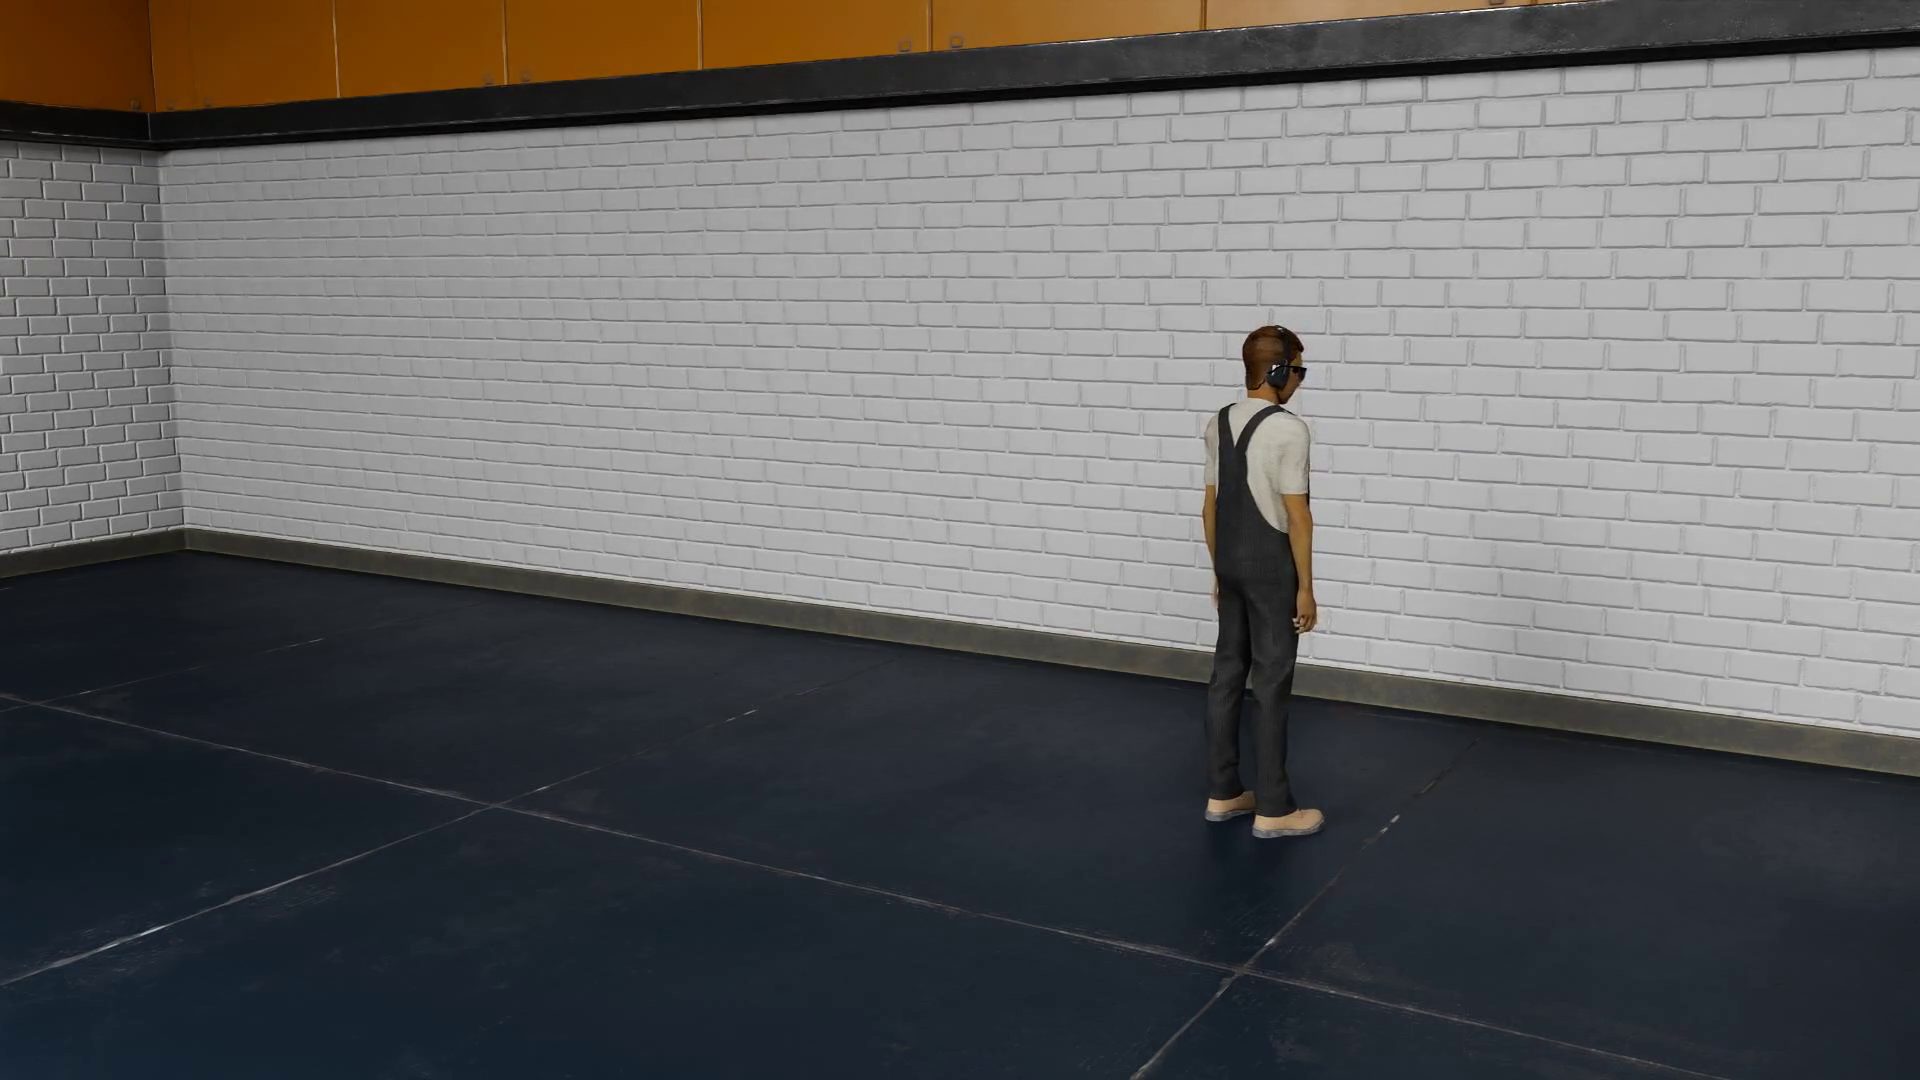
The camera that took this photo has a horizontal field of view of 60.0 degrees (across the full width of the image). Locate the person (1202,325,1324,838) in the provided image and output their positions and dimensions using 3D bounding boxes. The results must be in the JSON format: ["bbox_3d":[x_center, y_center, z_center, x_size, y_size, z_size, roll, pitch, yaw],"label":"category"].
[{"bbox_3d":[1.089,0.150,6.017,0.344,1.839,0.506,-6,11,-33],"label":"person"}]
